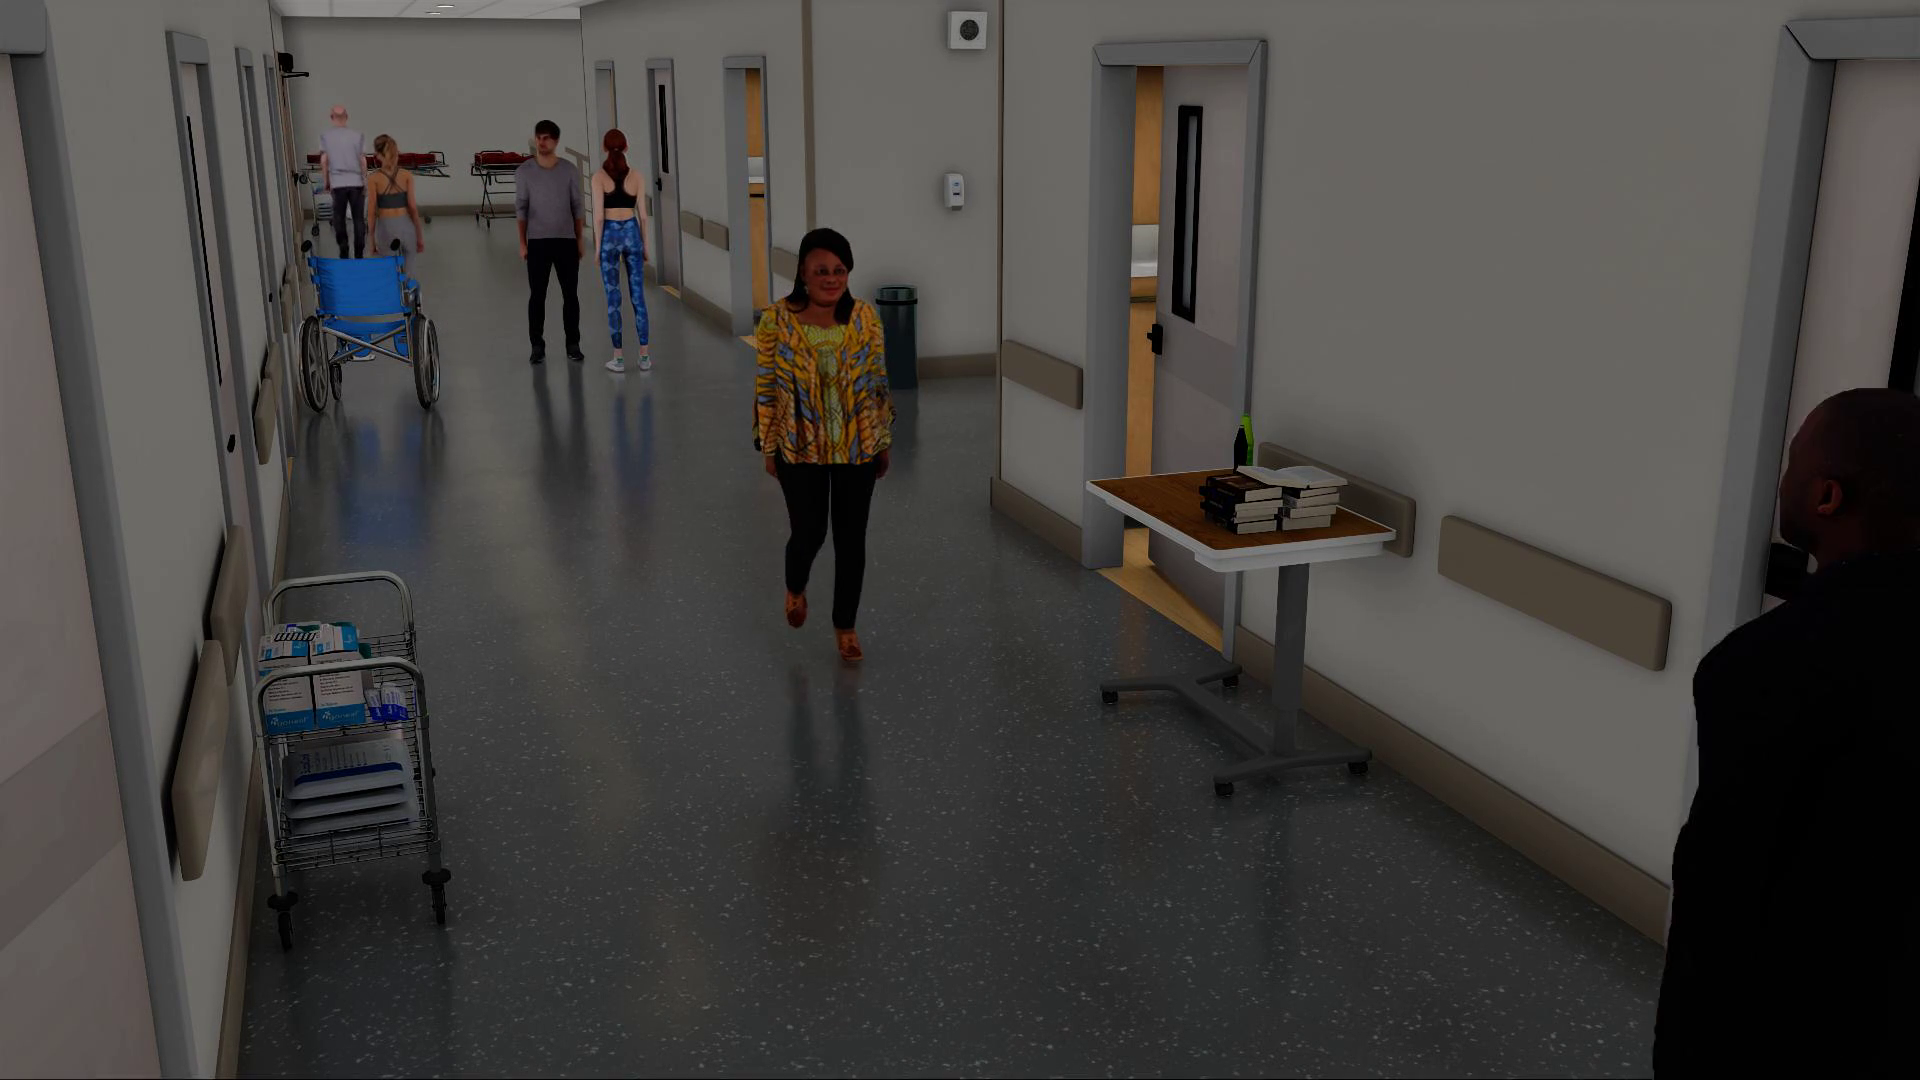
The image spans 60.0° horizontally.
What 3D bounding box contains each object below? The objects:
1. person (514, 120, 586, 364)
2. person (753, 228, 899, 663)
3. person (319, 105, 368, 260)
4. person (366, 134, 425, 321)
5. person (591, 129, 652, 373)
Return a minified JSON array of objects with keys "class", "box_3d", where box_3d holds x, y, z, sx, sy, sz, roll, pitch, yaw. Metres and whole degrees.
[{"class":"person","box_3d":[-3.169,-2.317,12.911,0.653,1.842,0.519,-5,17,-18]},{"class":"person","box_3d":[-0.520,-0.352,6.312,0.686,1.642,0.765,-6,17,-19]},{"class":"person","box_3d":[-7.111,-4.103,19.297,0.647,1.816,0.754,-5,17,-19]},{"class":"person","box_3d":[-4.605,-2.439,13.655,0.777,1.673,1.139,-11,19,-33]},{"class":"person","box_3d":[-2.547,-2.168,12.489,0.586,1.785,0.577,-7,17,-24]}]
